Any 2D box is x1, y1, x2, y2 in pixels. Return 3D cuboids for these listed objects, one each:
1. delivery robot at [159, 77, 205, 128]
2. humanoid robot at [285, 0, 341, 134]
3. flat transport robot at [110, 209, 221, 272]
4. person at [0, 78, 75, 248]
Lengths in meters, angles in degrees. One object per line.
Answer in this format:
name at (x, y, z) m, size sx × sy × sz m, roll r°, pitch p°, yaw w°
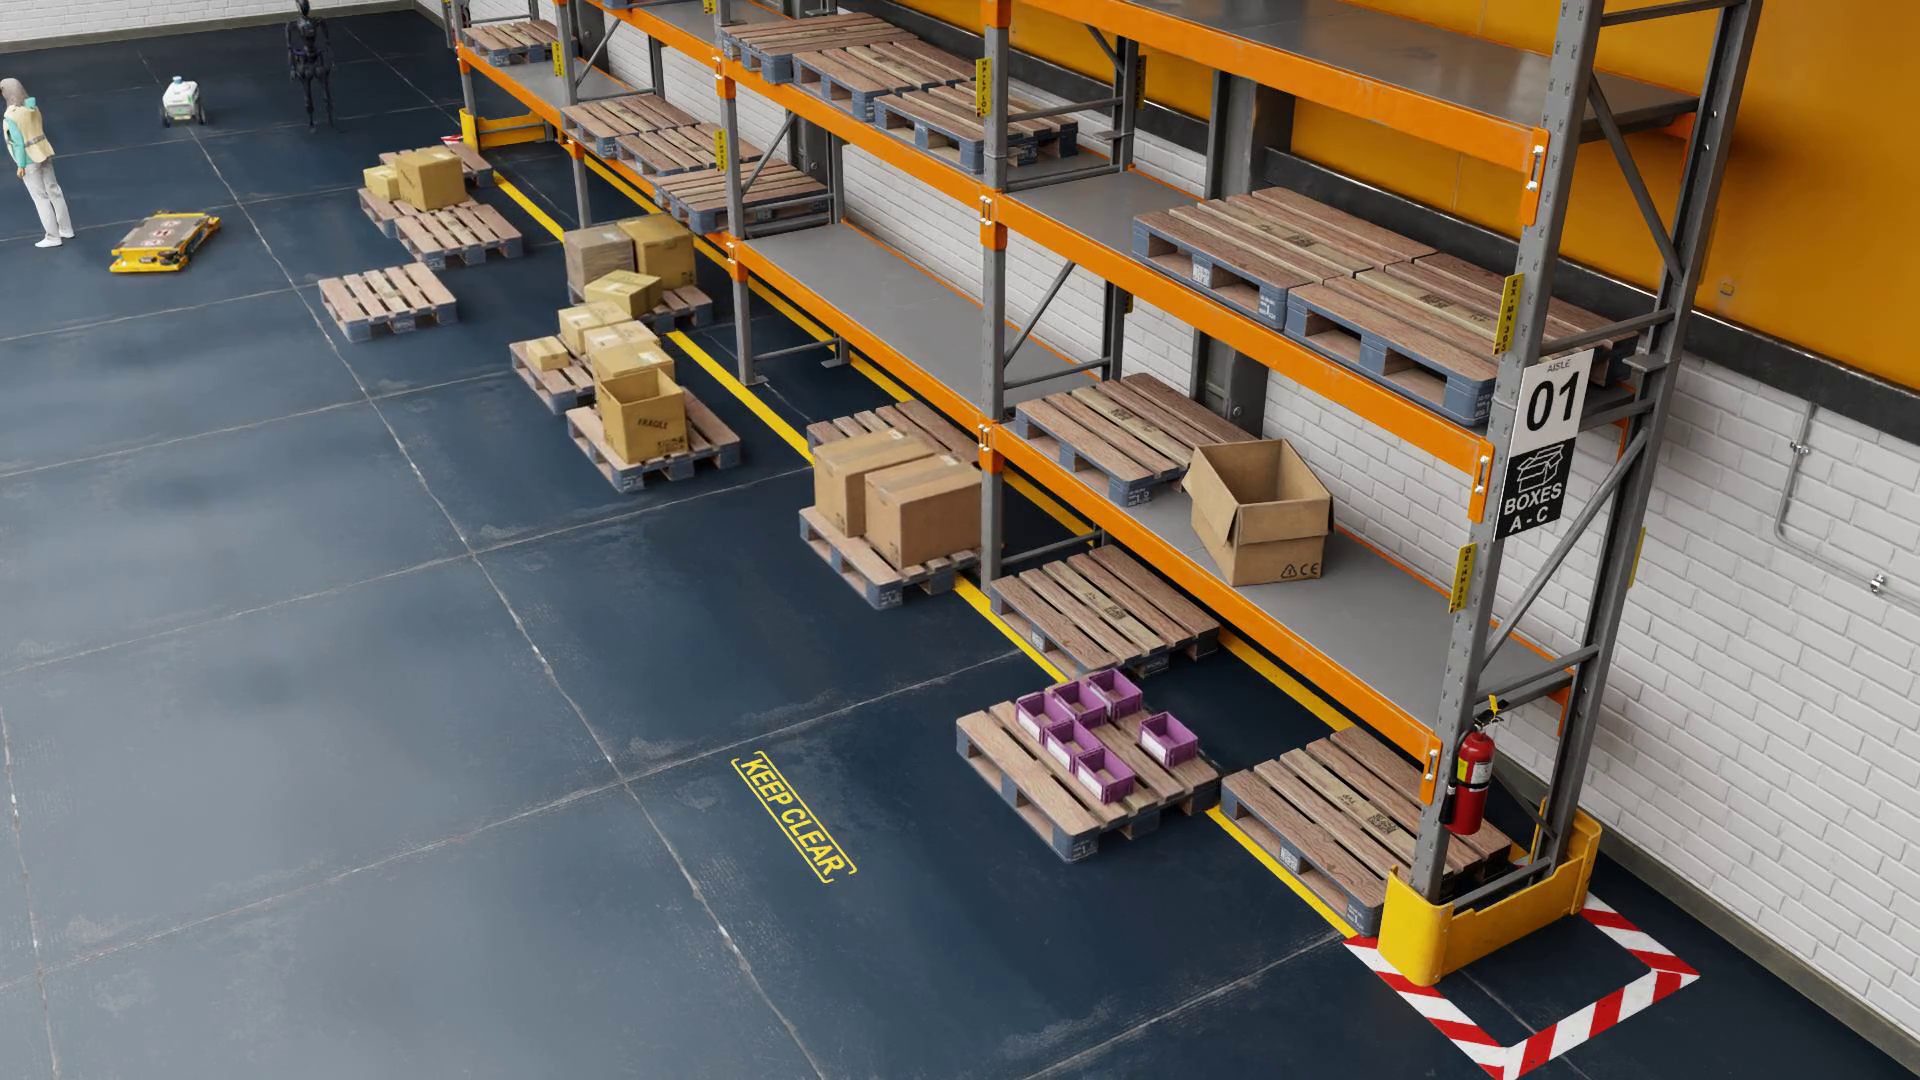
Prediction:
delivery robot at (-9.930, -5.607, 21.233) m, size 0.499 × 0.587 × 0.769 m, roll -8°, pitch 30°, yaw -13°
humanoid robot at (-8.033, -5.903, 20.624) m, size 0.610 × 1.659 × 0.325 m, roll -22°, pitch 36°, yaw -34°
flat transport robot at (-8.139, -3.070, 17.051) m, size 0.659 × 0.231 × 1.431 m, roll -3°, pitch 30°, yaw -5°
person at (-9.417, -3.839, 16.946) m, size 0.365 × 1.708 × 0.474 m, roll 3°, pitch 30°, yaw 5°
